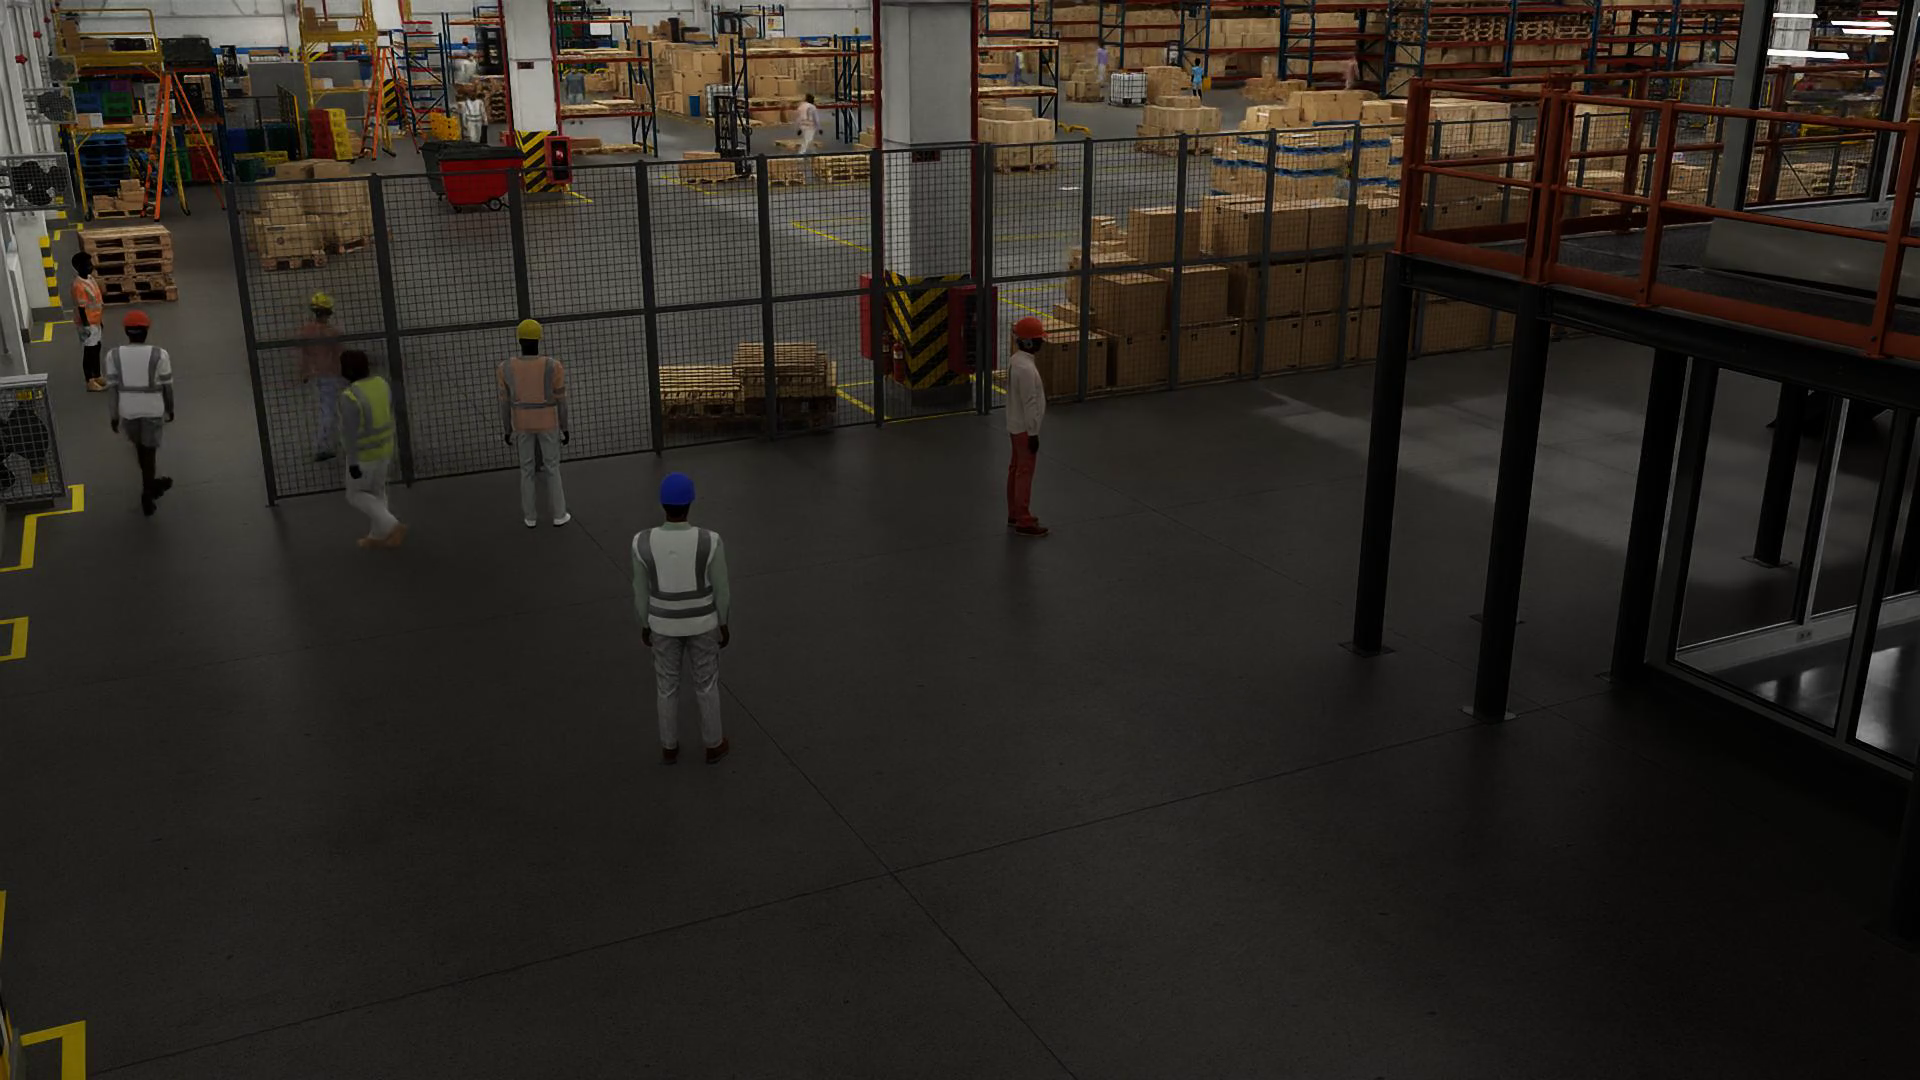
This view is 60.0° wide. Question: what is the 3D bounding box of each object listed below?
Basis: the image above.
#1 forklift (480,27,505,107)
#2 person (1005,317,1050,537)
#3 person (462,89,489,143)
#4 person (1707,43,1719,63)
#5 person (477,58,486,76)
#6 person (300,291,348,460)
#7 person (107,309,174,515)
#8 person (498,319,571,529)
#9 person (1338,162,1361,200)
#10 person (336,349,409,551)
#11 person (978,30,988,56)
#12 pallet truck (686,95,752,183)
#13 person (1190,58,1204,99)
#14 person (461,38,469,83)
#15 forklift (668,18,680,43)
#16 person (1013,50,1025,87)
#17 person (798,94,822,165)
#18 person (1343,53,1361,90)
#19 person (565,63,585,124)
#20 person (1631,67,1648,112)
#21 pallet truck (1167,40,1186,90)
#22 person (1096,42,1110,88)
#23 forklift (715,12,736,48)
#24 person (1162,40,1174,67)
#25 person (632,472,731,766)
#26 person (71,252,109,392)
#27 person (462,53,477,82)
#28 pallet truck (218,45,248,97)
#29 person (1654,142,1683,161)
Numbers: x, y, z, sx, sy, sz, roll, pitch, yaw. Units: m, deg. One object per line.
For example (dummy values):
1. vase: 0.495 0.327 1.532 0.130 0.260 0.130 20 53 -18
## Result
1. forklift: -16.997 -17.308 60.842 1.129 2.768 1.873 11 22 29
2. person: 0.596 -1.023 14.971 0.376 1.995 0.612 -4 19 -11
3. person: -12.981 -11.130 44.526 0.582 1.842 0.982 -11 22 -28
4. person: 32.692 -20.660 72.217 0.944 1.786 0.608 7 20 20
5. person: -17.540 -16.866 61.276 0.324 1.743 0.491 15 24 37
6. person: -6.580 -1.756 17.487 0.549 1.719 0.897 7 20 19
7. person: -7.726 -1.230 15.759 0.570 1.881 0.868 -2 19 -6
8. person: -3.870 -1.058 15.176 0.593 1.924 0.384 -2 19 -7
9. person: 6.592 -5.429 27.956 0.564 1.850 0.601 -16 24 -38
10. person: -5.110 -0.759 14.467 0.536 1.832 0.638 5 20 15
11. person: 1.035 -24.141 82.067 0.643 1.938 1.026 4 20 12
12. pallet truck: -5.836 -9.608 39.856 0.823 1.965 1.885 10 22 27
13. person: 8.793 -16.997 61.727 0.537 1.695 0.320 -9 21 -24
14. person: -21.819 -21.198 73.543 0.356 1.938 0.543 -2 19 -4
15. forklift: -12.289 -21.119 71.891 1.873 2.768 1.129 -4 19 -11
16. person: 2.357 -19.392 68.350 0.531 1.904 0.623 7 20 20
17. person: -3.938 -10.708 43.357 0.996 1.798 0.627 -17 25 -40
18. person: 14.722 -17.346 62.515 1.054 1.851 0.638 -5 20 -14
19. person: -12.555 -14.559 54.298 0.634 1.936 0.351 -3 19 -8
20. person: 23.322 -15.358 56.998 0.419 1.684 0.539 7 20 19
21. pallet truck: 9.045 -19.971 69.895 0.823 1.965 1.885 -3 19 -8
22. person: 6.120 -20.124 70.475 0.661 1.900 0.892 -18 26 -42
23. forklift: -11.409 -24.515 81.734 1.873 2.768 1.129 15 24 37
24. person: 8.986 -20.581 71.733 0.511 1.947 0.638 -12 23 -32
25. person: -1.756 0.516 10.584 0.605 1.948 0.391 0 19 0
26. person: -10.525 -2.636 20.116 0.323 1.686 0.530 -4 19 -10
27. person: -18.417 -17.317 62.361 0.862 1.910 0.632 14 24 36
28. pallet truck: -28.879 -18.665 66.111 0.823 1.965 1.885 -3 19 -9
29. person: 13.147 -6.631 31.156 0.615 2.042 0.374 10 21 27
